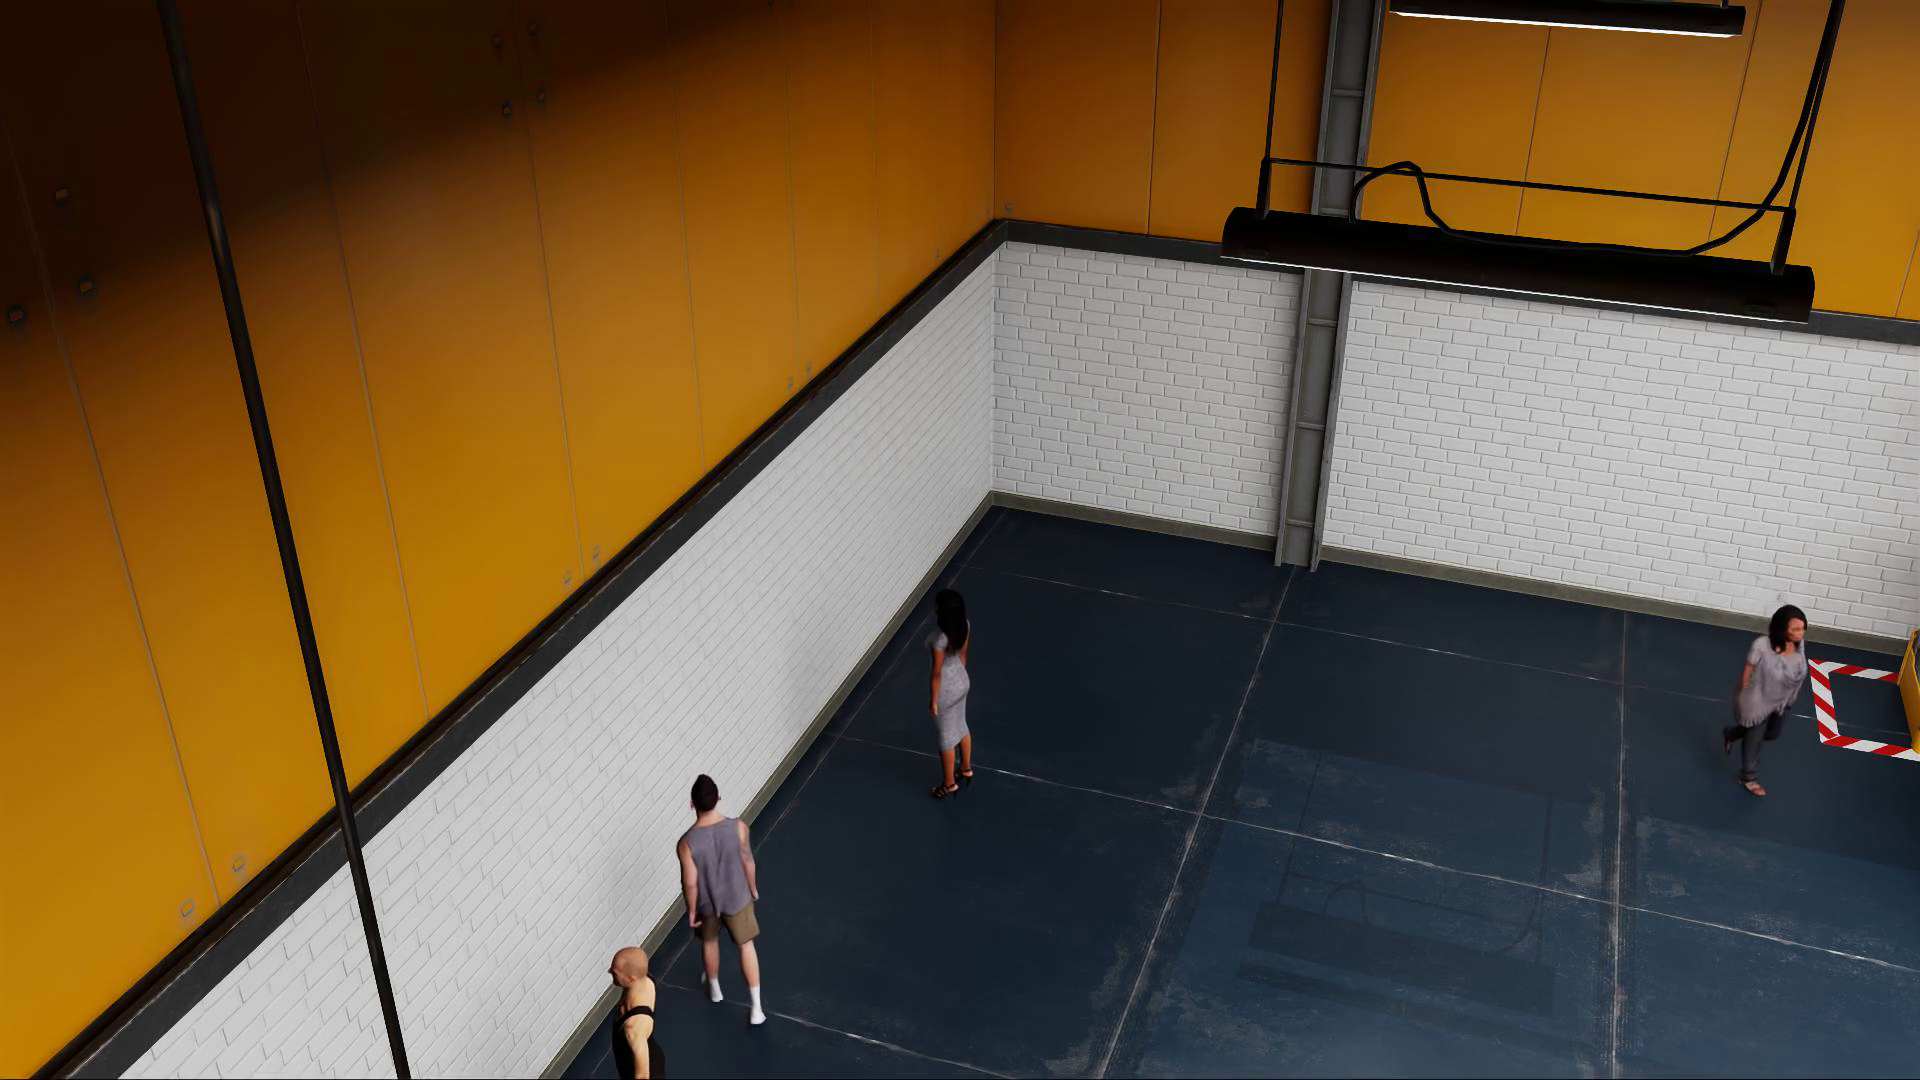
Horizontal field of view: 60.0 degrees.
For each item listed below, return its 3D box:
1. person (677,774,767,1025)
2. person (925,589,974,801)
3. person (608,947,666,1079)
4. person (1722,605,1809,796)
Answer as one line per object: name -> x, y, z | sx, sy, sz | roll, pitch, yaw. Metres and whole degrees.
person -> -1.486, 2.269, 10.482 | 0.969, 1.849, 1.008 | -9, 30, -17
person -> -0.064, 1.156, 12.527 | 0.600, 1.778, 0.626 | 18, 33, 29
person -> -1.744, 2.955, 9.191 | 0.694, 1.816, 0.709 | -5, 29, -8
person -> 6.131, 1.148, 12.738 | 0.917, 1.591, 0.961 | -10, 30, -17
